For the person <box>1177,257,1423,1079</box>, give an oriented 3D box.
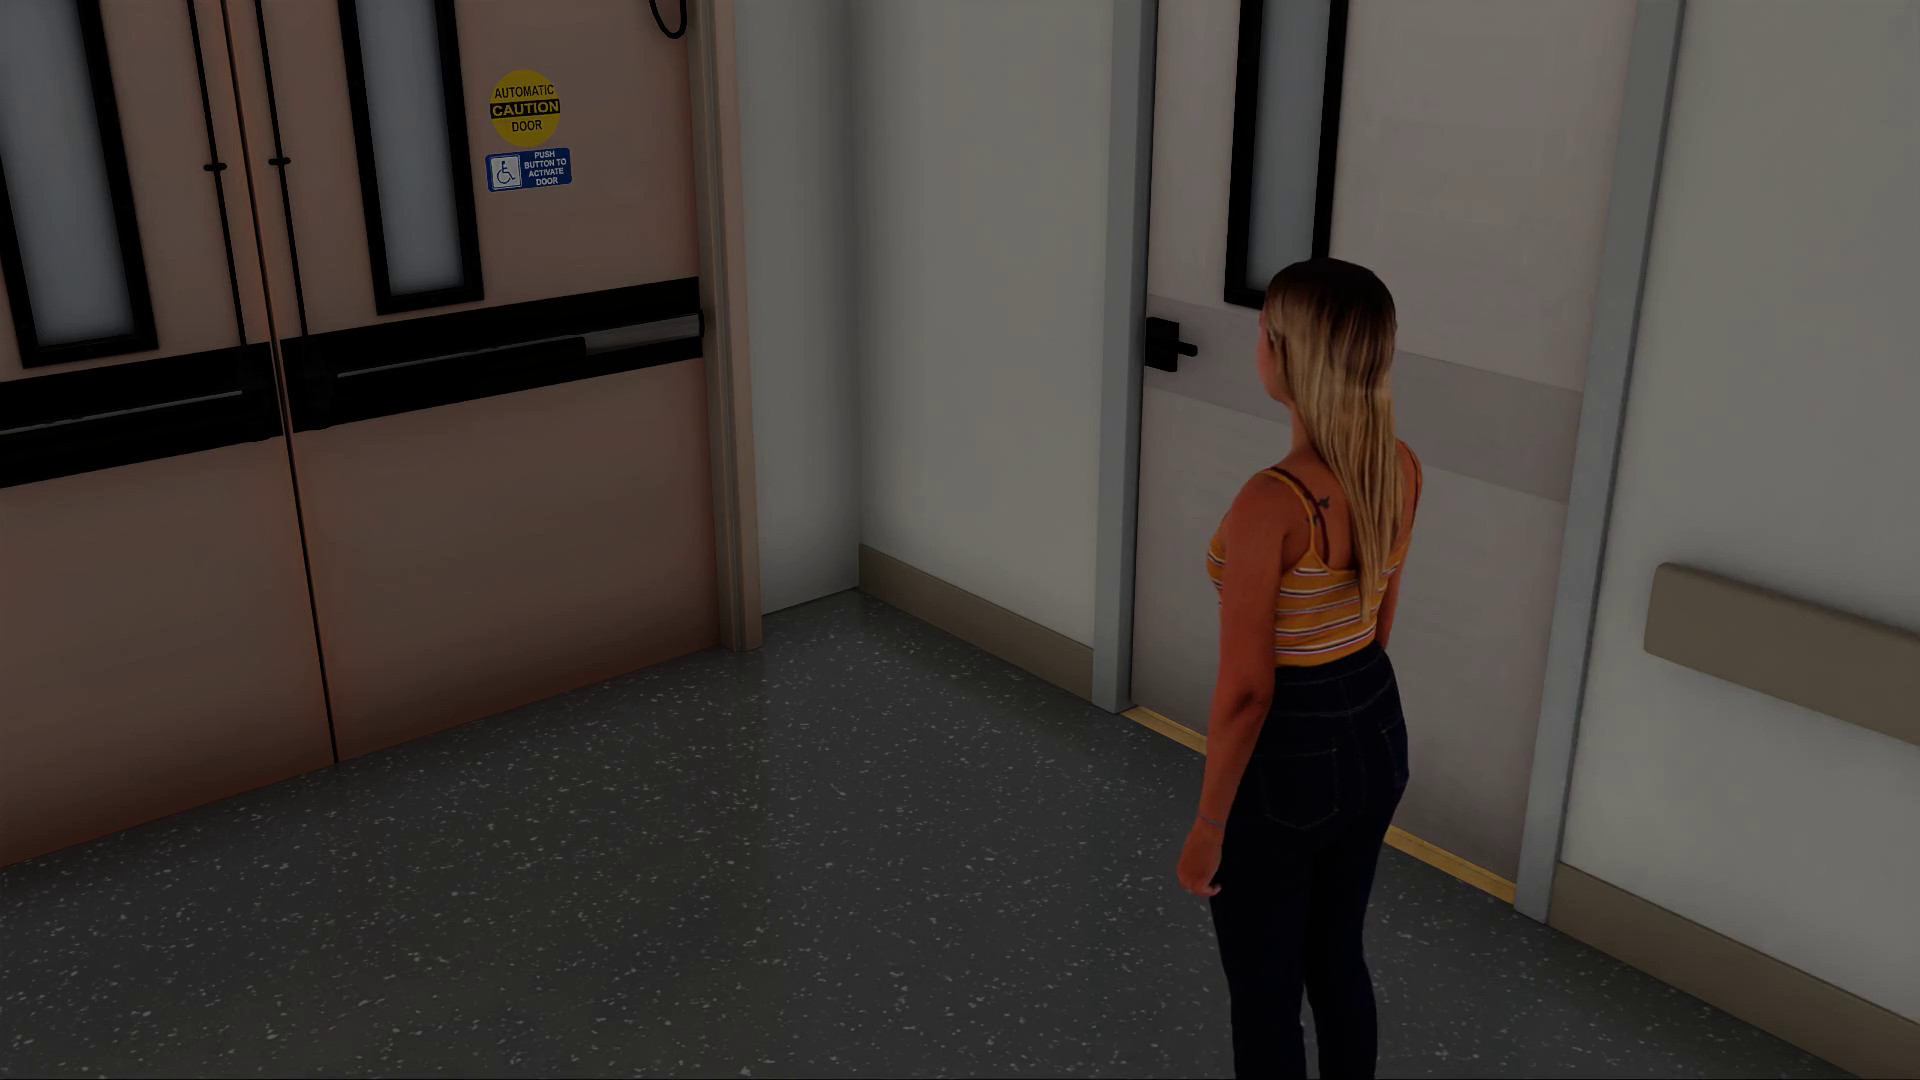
[{"bbox_3d":[0.532,0.377,2.579,0.566,1.627,0.487,-17,26,-37],"label":"person"}]
